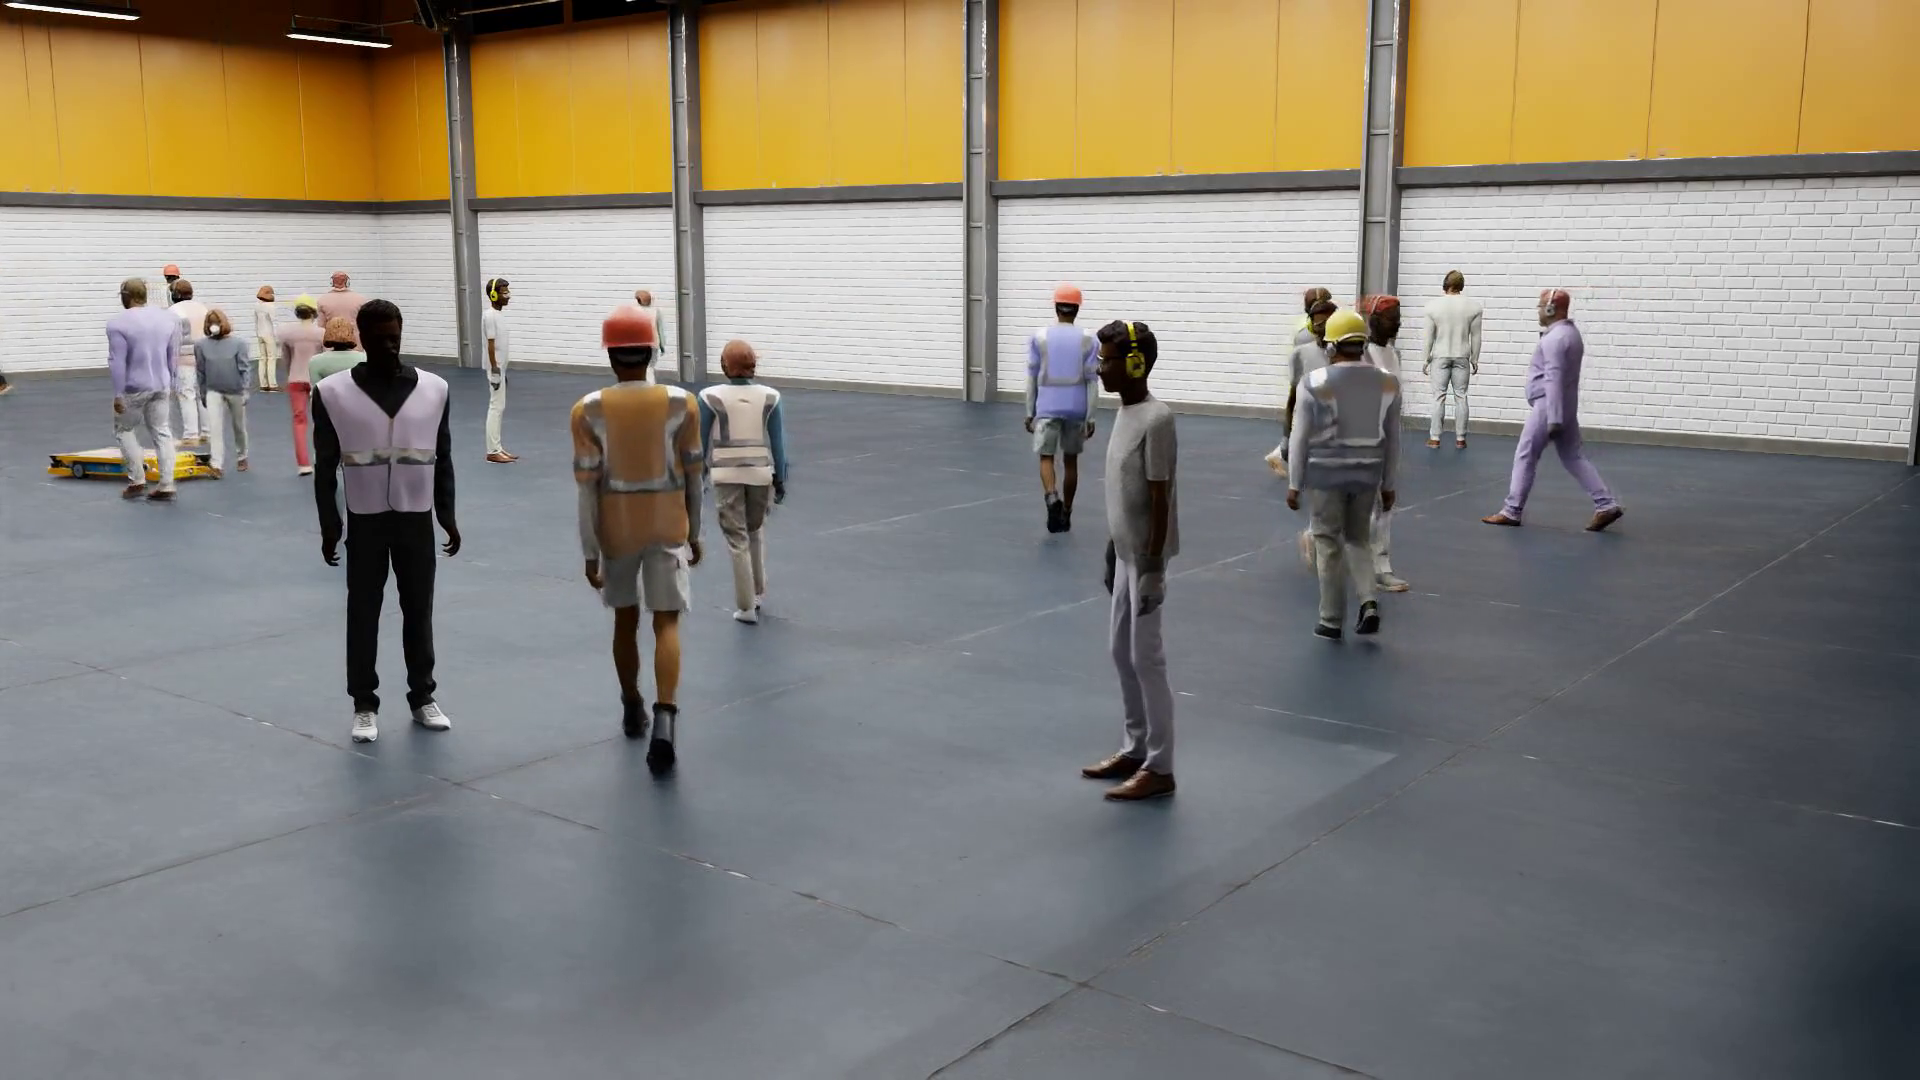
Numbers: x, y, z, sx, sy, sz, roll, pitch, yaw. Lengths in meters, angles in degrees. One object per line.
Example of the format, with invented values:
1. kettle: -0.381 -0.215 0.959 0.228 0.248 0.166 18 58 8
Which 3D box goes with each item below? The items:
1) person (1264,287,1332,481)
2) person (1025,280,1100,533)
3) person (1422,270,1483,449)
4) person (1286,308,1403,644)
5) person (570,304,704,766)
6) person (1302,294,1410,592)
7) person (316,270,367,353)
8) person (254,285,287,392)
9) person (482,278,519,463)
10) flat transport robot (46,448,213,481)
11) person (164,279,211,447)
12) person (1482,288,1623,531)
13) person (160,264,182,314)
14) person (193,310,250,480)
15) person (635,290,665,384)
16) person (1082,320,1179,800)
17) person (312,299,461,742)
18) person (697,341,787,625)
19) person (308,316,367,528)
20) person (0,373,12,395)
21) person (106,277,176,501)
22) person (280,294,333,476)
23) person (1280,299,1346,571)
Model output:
1. person: 3.192 -1.388 15.125 0.762 1.823 0.645 2 10 13
2. person: 0.768 -0.977 12.457 0.563 1.924 0.702 0 10 2
3. person: 5.334 -1.955 18.083 0.630 1.940 0.372 1 10 8
4. person: 2.061 -0.335 8.995 0.588 1.820 0.414 -2 10 -12
5. person: -1.337 -0.027 6.957 0.538 1.909 0.930 -2 10 -9
6. person: 2.547 -0.615 10.494 0.595 1.870 0.647 -9 13 -42
7. person: -7.882 -2.492 21.304 0.643 1.909 0.410 -4 10 -20
8. person: -10.627 -3.088 25.565 0.504 1.631 0.280 7 12 34
9. person: -4.688 -1.718 16.904 0.315 1.869 0.526 -1 10 -7
10. flat transport robot: -7.873 -0.729 15.797 1.431 0.197 0.652 3 10 19
11. person: -8.498 -1.944 18.305 0.429 1.839 0.633 3 10 16
12. person: 4.603 -0.994 12.732 0.994 1.862 0.646 7 12 35
13. person: -13.366 -3.712 28.313 0.542 1.938 0.357 8 13 40
14. person: -7.016 -1.405 15.883 0.499 1.593 0.852 -3 10 -15
15. person: -4.494 -2.738 23.631 0.537 1.591 0.848 -8 13 -39
16. person: 0.680 0.084 6.481 0.330 1.853 0.523 -2 10 -12
17. person: -2.507 -0.092 7.298 0.599 1.915 0.375 -6 12 -32
18. person: -1.293 -0.339 9.629 0.512 1.614 0.638 -5 11 -26
19. person: -4.746 -0.903 12.842 0.507 1.632 0.275 -6 11 -29
20. person: -14.564 -3.063 24.527 0.623 1.955 1.024 7 12 35
21. person: -7.013 -1.278 14.206 0.665 1.914 0.663 5 11 29
22. person: -6.290 -1.512 16.140 0.529 1.708 0.912 -1 10 -6
23. person: 2.523 -0.704 11.185 0.664 1.801 0.981 0 10 1
